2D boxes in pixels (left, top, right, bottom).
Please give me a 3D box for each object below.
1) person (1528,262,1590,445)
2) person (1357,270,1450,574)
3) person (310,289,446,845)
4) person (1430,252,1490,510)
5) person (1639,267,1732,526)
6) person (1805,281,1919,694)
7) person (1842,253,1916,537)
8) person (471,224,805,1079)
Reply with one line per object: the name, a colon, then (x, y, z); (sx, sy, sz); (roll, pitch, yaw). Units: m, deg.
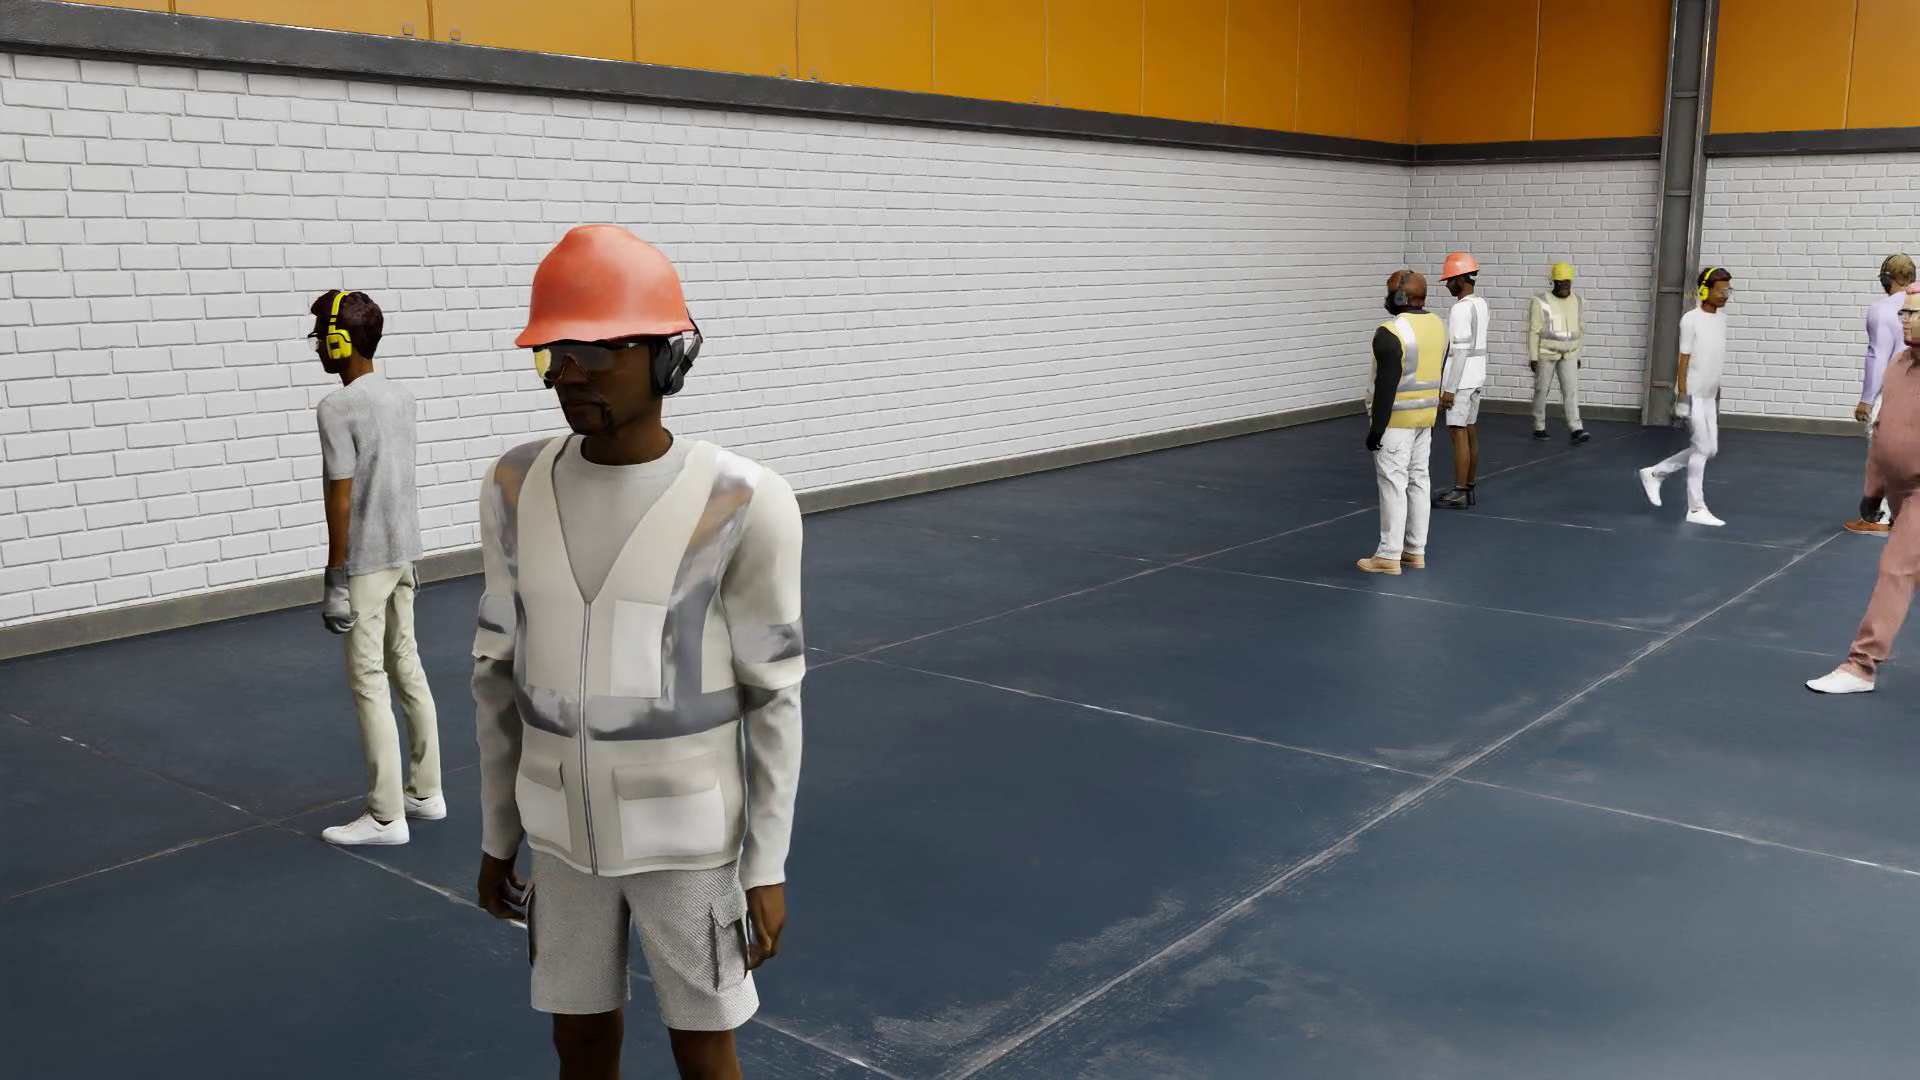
person: (5.953, -1.840, 16.496); (0.625, 1.787, 0.889); (-1, 10, -6)
person: (2.688, -0.714, 10.143); (0.633, 1.842, 0.429); (-9, 14, -41)
person: (-1.981, 0.096, 5.607); (0.317, 1.861, 0.516); (2, 10, 12)
person: (3.758, -1.190, 12.537); (0.370, 1.928, 0.543); (7, 12, 32)
person: (5.238, -1.036, 11.946); (0.526, 1.840, 0.639); (-7, 12, -33)
person: (4.350, -0.229, 7.463); (1.019, 1.859, 0.640); (-1, 10, -3)
person: (6.383, -0.988, 11.402); (0.627, 1.936, 0.375); (-5, 11, -27)
person: (-0.567, 0.499, 2.854); (0.605, 2.045, 0.381); (3, 11, 16)
